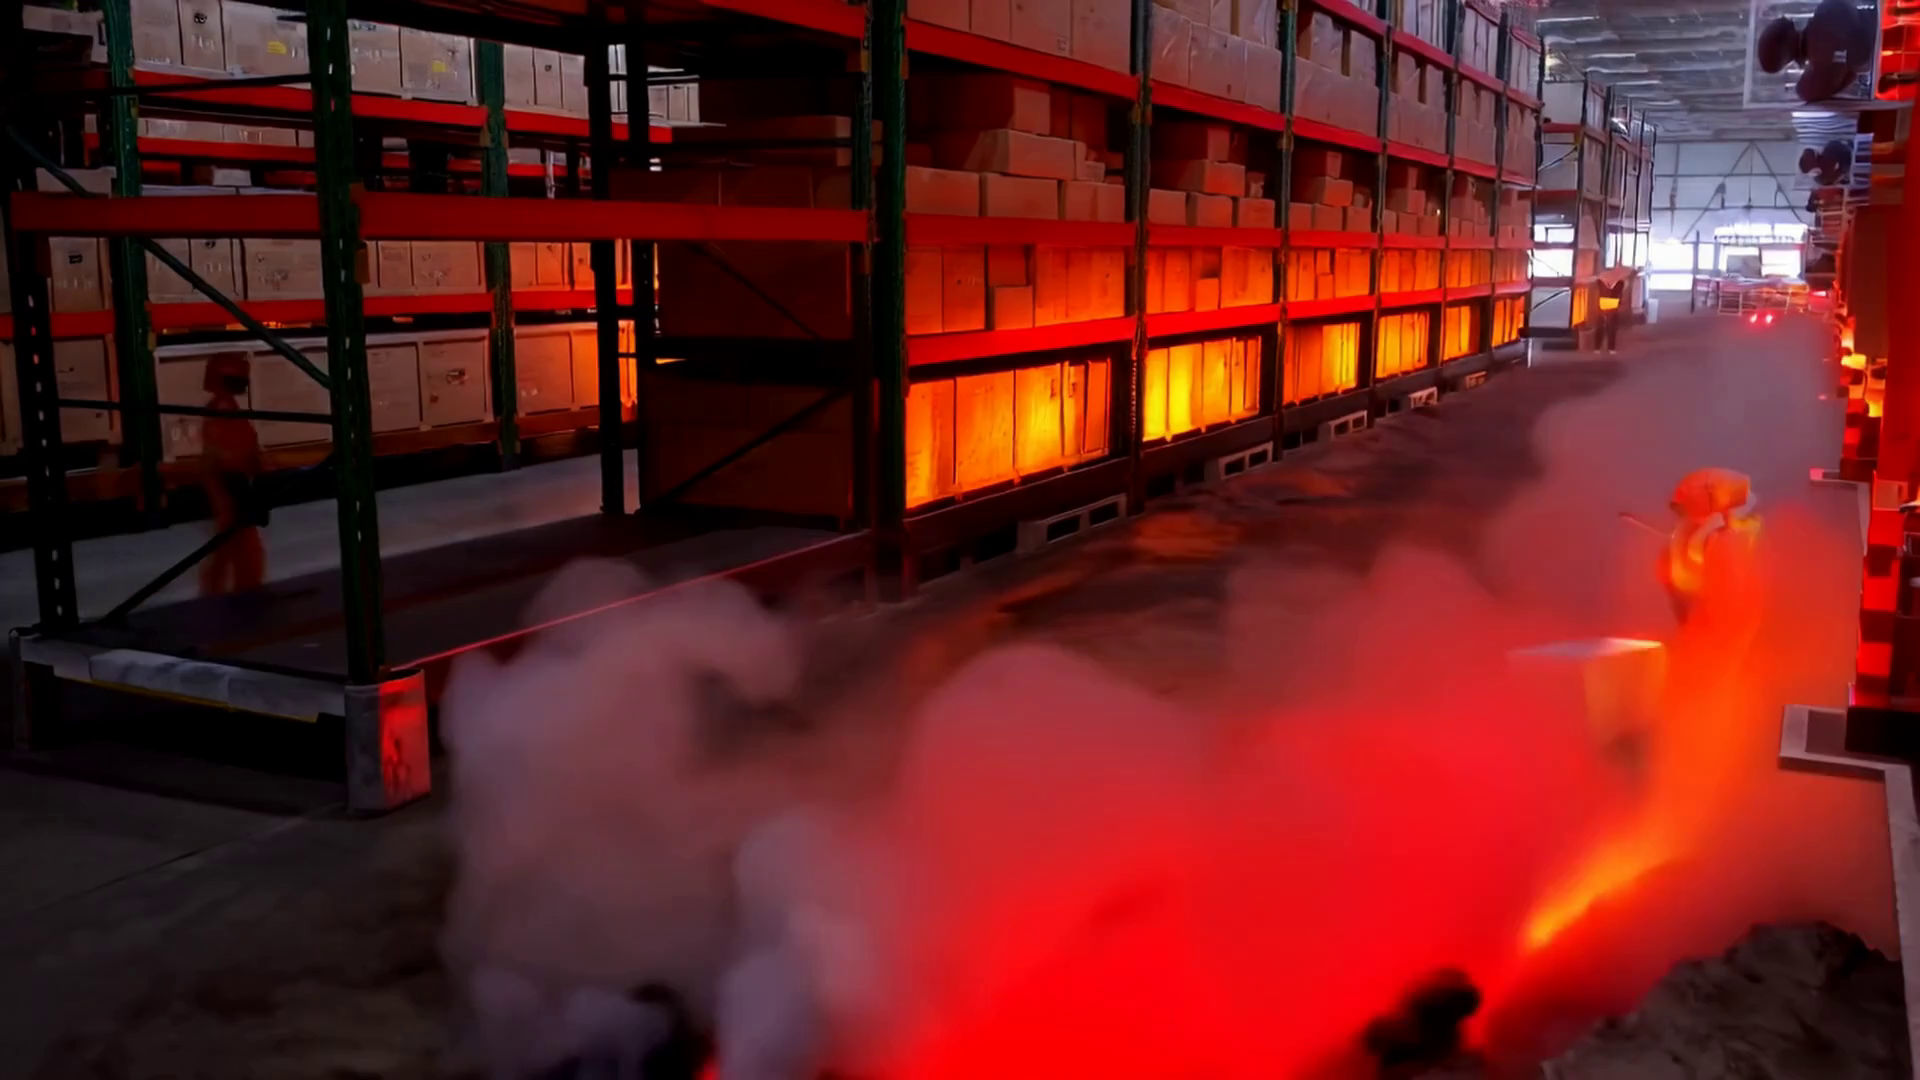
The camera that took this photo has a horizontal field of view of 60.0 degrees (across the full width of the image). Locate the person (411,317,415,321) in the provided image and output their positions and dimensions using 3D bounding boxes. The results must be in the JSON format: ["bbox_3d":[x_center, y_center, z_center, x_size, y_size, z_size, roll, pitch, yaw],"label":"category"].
[{"bbox_3d":[-9.974,-4.052,31.029,0.525,1.769,0.315,-3,10,-18],"label":"person"}]

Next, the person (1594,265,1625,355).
[{"bbox_3d":[13.945,-4.939,35.728,0.590,1.916,0.393,3,10,19],"label":"person"}]

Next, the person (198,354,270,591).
[{"bbox_3d":[-3.998,-0.221,9.252,0.450,1.630,0.547,-8,12,-38],"label":"person"}]
